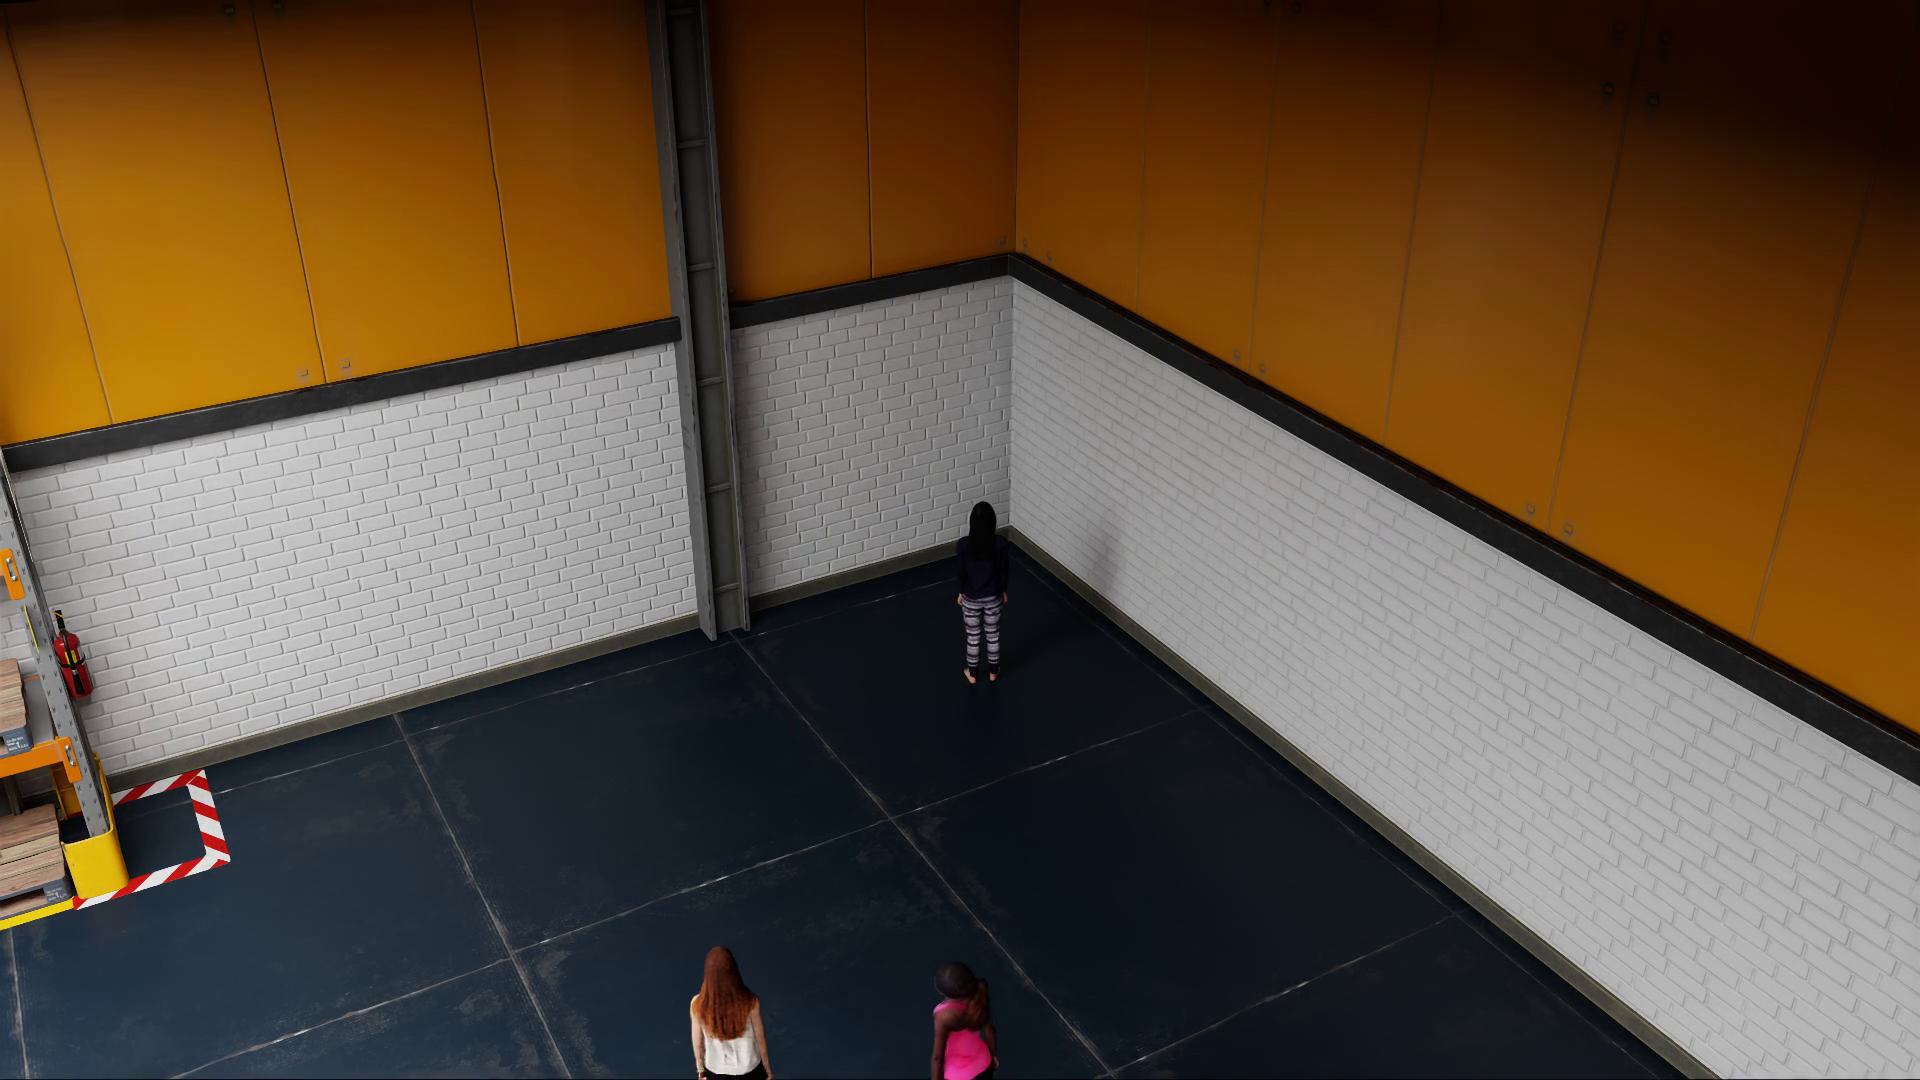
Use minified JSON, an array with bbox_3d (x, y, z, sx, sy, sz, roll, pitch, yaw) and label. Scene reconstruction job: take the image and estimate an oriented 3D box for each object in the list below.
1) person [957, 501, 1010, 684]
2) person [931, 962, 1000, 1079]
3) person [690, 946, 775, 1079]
[{"bbox_3d":[0.194,0.448,14.241,0.596,1.734,0.735,-3,29,-5],"label":"person"},{"bbox_3d":[0.076,3.048,9.513,0.580,1.698,0.803,-16,33,-27],"label":"person"},{"bbox_3d":[-1.290,3.051,9.494,0.927,1.710,0.922,1,29,2],"label":"person"}]
